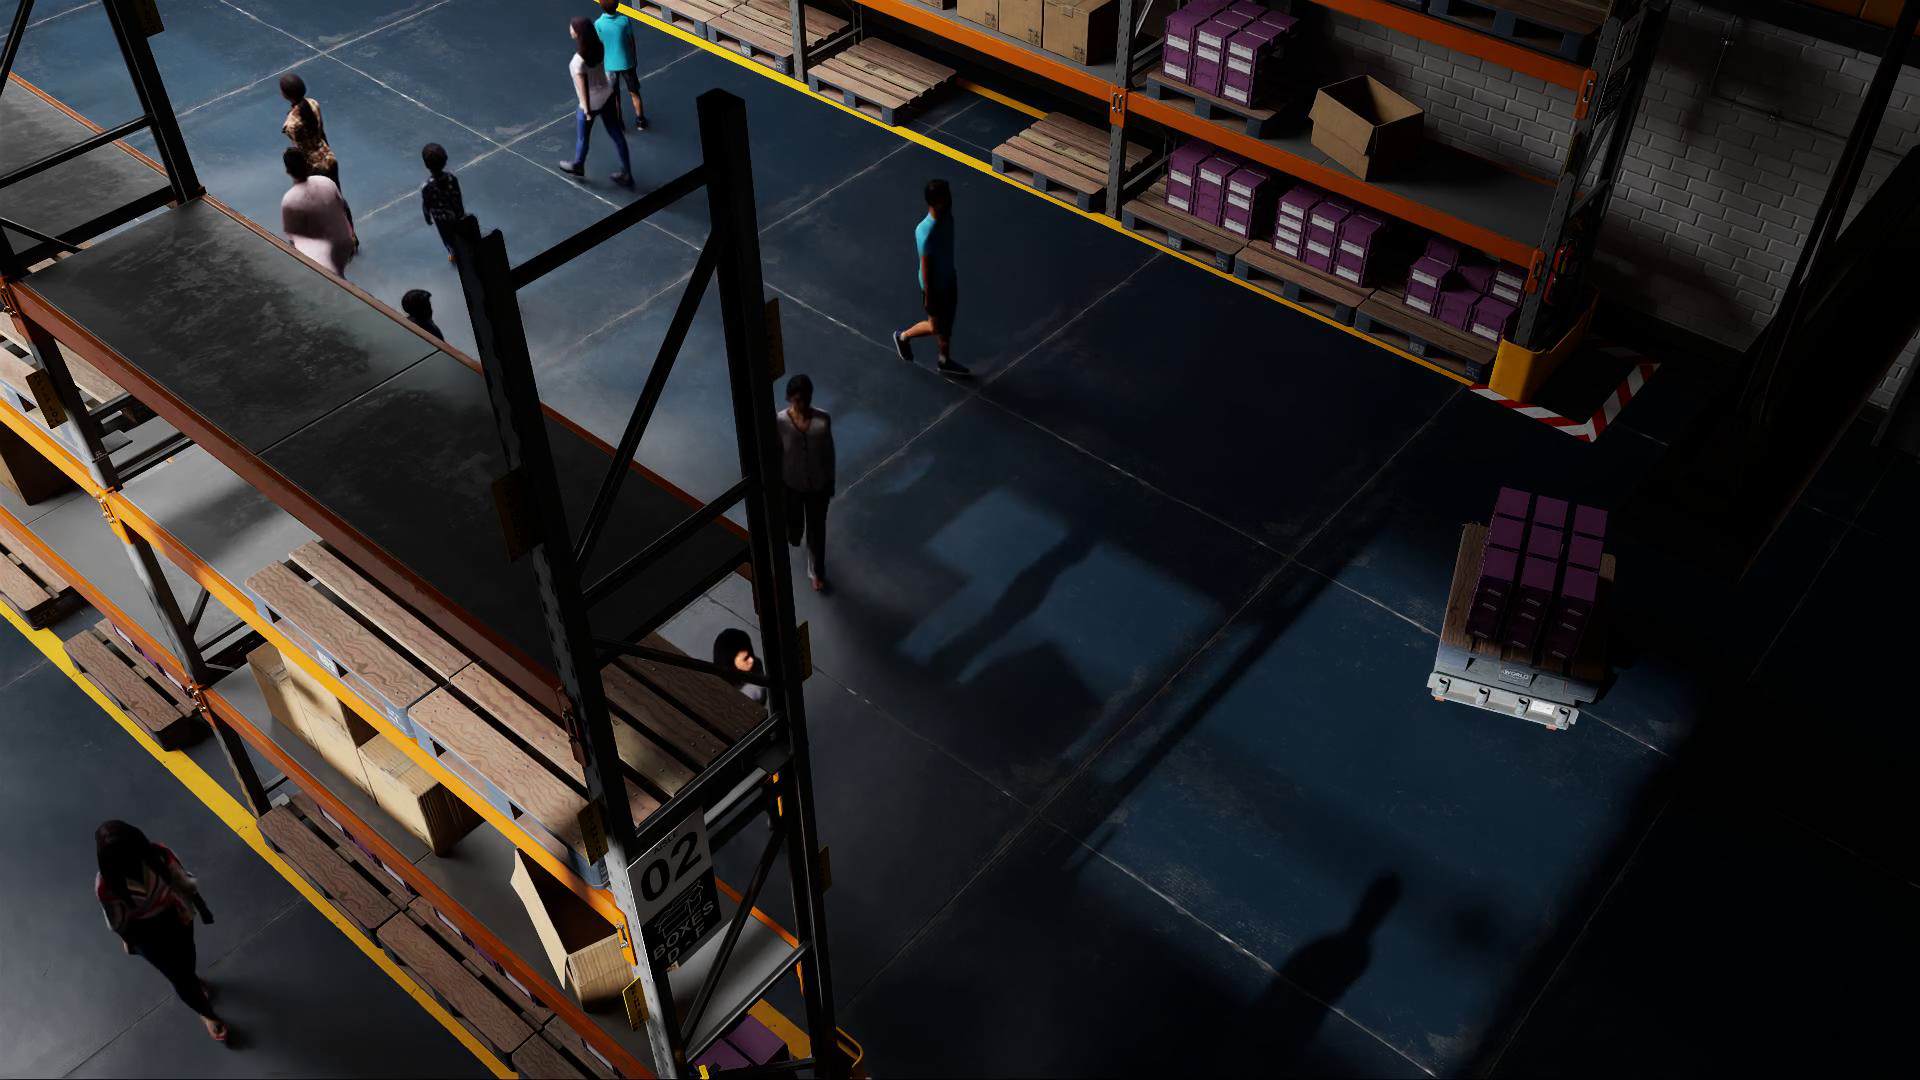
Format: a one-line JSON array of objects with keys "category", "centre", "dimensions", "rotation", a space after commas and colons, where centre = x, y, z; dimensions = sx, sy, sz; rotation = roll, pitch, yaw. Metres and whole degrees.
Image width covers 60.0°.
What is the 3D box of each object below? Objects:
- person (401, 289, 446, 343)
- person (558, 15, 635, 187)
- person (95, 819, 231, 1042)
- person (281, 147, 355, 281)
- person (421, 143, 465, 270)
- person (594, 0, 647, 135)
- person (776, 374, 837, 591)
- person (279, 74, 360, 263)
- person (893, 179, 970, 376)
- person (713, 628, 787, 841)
[{"category": "person", "centre": [-4.095, -1.415, 12.865], "dimensions": [0.648, 1.221, 0.566], "rotation": [-9, 44, -9]}, {"category": "person", "centre": [-3.243, -3.968, 15.231], "dimensions": [1.041, 1.654, 0.767], "rotation": [21, 47, 20]}, {"category": "person", "centre": [-4.374, 2.007, 9.001], "dimensions": [0.783, 1.597, 0.622], "rotation": [29, 51, 27]}, {"category": "person", "centre": [-5.105, -2.365, 13.498], "dimensions": [0.804, 1.723, 0.743], "rotation": [21, 47, 21]}, {"category": "person", "centre": [-4.403, -2.801, 14.310], "dimensions": [0.583, 1.235, 0.818], "rotation": [-30, 51, -28]}, {"category": "person", "centre": [-3.301, -4.634, 16.079], "dimensions": [0.598, 1.448, 0.632], "rotation": [-11, 45, -11]}, {"category": "person", "centre": [-1.092, -0.455, 11.464], "dimensions": [0.836, 1.763, 0.917], "rotation": [-9, 44, -10]}, {"category": "person", "centre": [-5.512, -3.189, 14.312], "dimensions": [0.670, 1.794, 0.658], "rotation": [11, 45, 11]}, {"category": "person", "centre": [-0.252, -2.055, 13.142], "dimensions": [0.944, 1.764, 0.767], "rotation": [18, 46, 18]}, {"category": "person", "centre": [-1.337, 1.154, 9.812], "dimensions": [0.994, 1.713, 0.634], "rotation": [27, 50, 25]}]
